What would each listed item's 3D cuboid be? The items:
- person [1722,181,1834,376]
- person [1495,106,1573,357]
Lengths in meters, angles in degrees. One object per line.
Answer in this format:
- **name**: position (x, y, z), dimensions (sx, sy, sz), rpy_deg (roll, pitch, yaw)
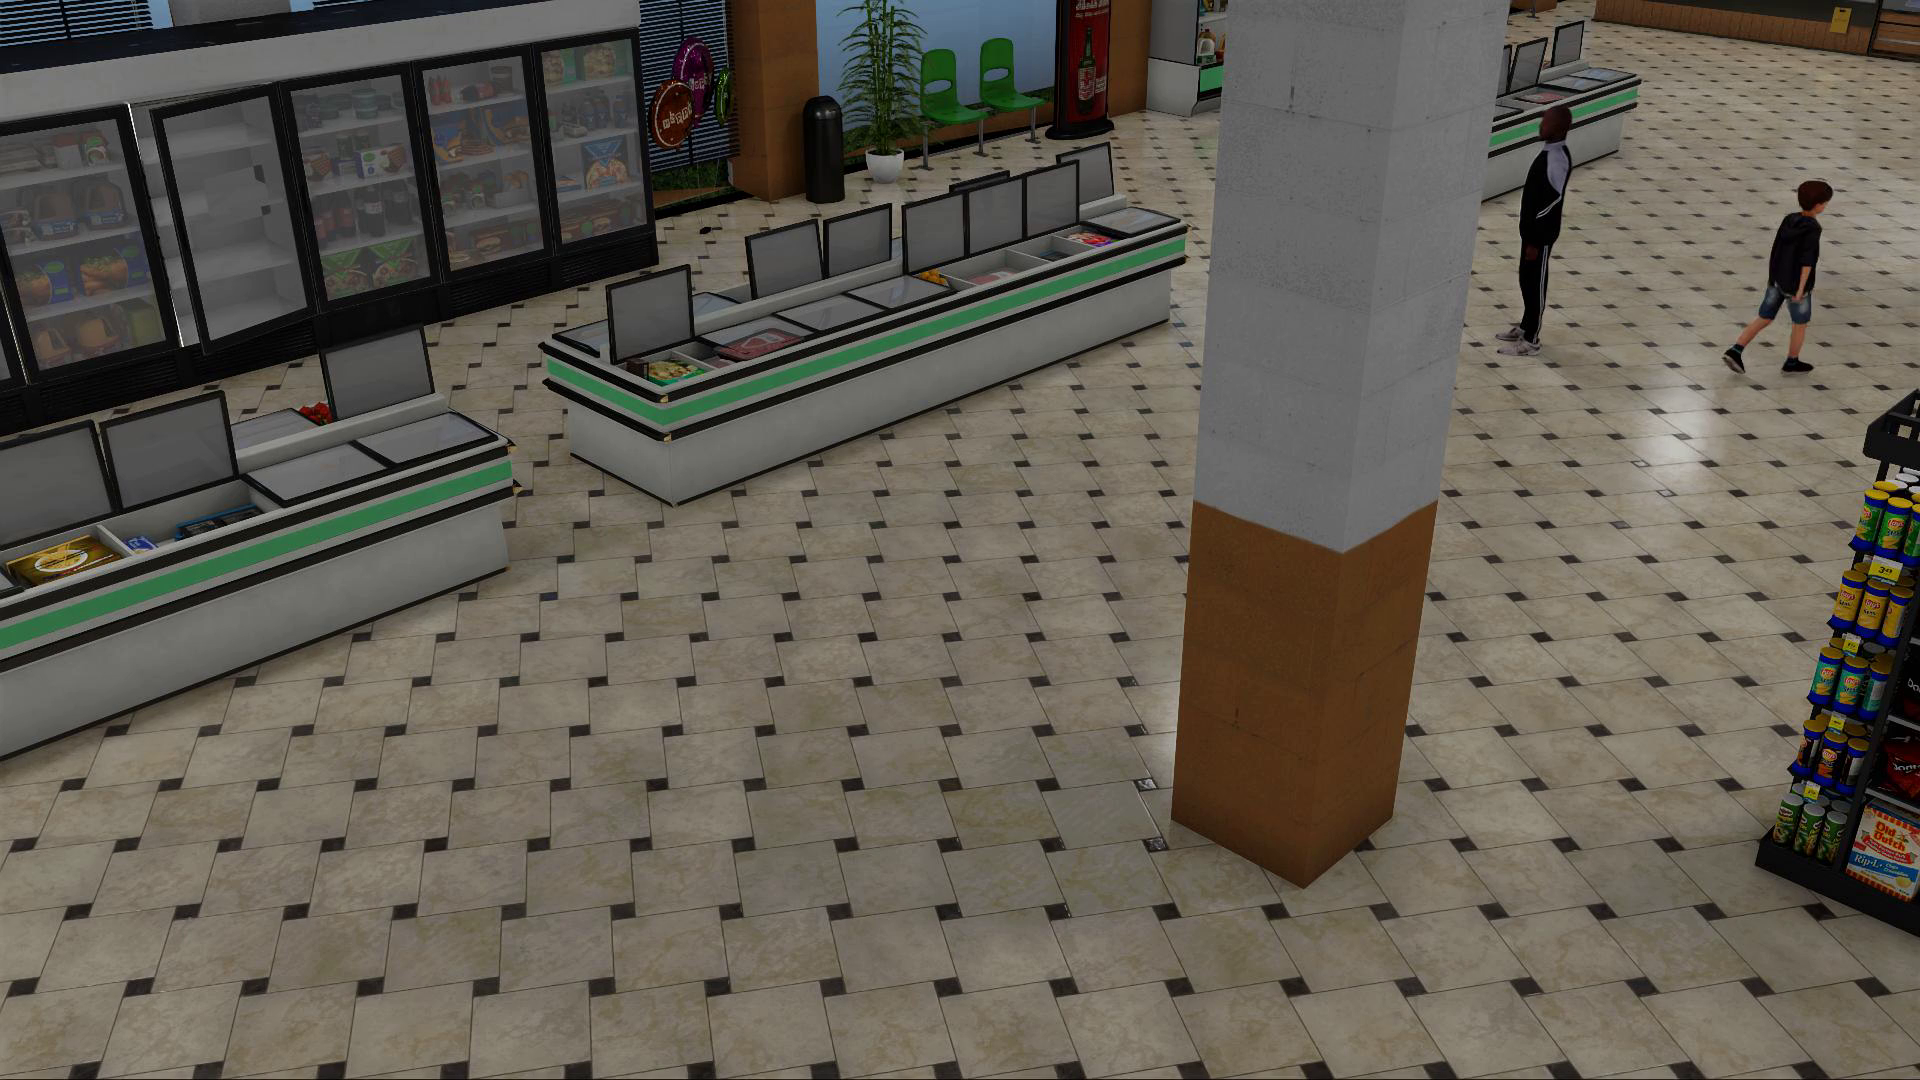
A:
- **person**: position (5.802, -1.821, 11.746), dimensions (1.011, 1.423, 0.822), rpy_deg (-8, 28, -15)
- **person**: position (4.260, -2.271, 12.183), dimensions (0.797, 1.830, 0.672), rpy_deg (7, 28, 14)
